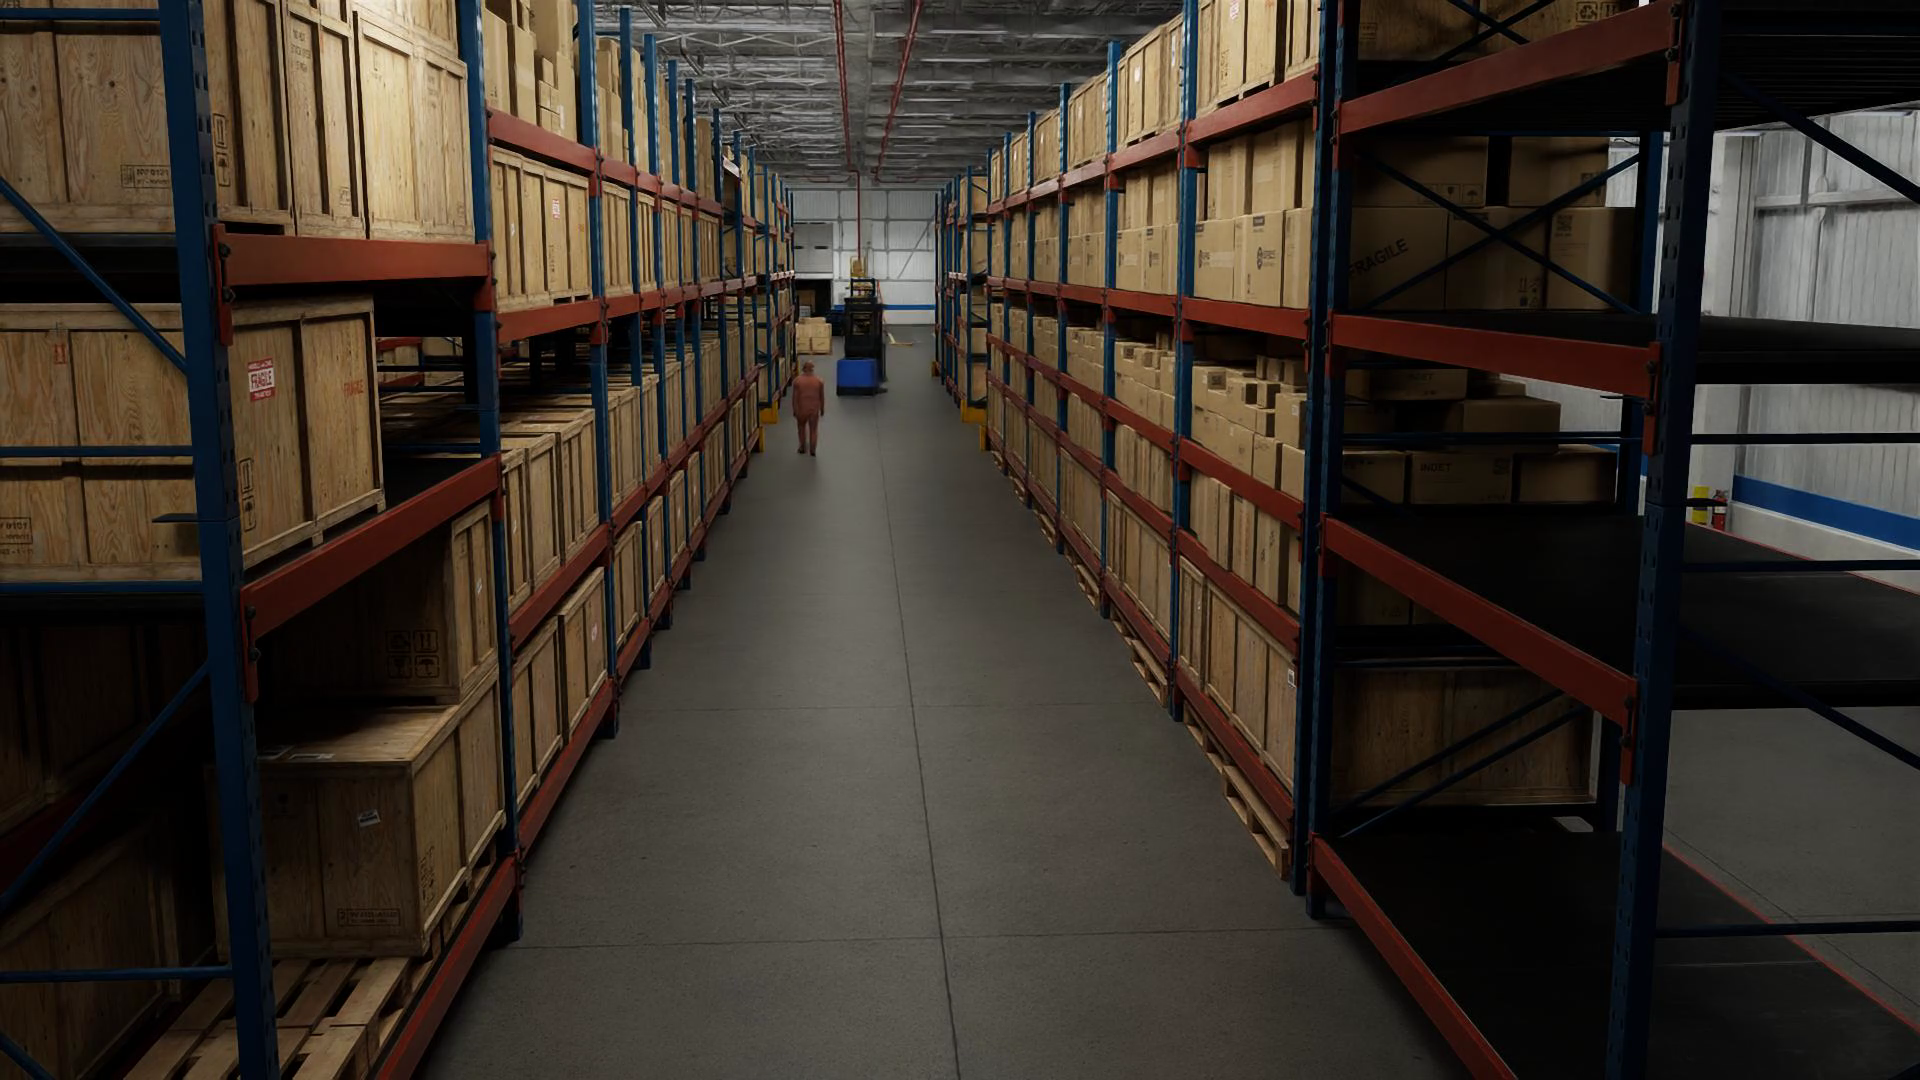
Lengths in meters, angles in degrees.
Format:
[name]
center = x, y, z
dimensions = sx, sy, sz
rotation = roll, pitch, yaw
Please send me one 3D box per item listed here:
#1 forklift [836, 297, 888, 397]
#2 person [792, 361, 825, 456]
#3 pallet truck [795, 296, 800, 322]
[forklift]
center = -2.823, -5.546, 47.594
dimensions = 1.129, 2.768, 1.873
rotation = 2, 10, 11
[person]
center = -3.034, -2.623, 33.167
dimensions = 0.658, 1.867, 0.949
rotation = -2, 10, -11
[pallet truck]
center = -8.622, -12.439, 91.403
dimensions = 1.885, 1.965, 0.823
rotation = 2, 10, 13
